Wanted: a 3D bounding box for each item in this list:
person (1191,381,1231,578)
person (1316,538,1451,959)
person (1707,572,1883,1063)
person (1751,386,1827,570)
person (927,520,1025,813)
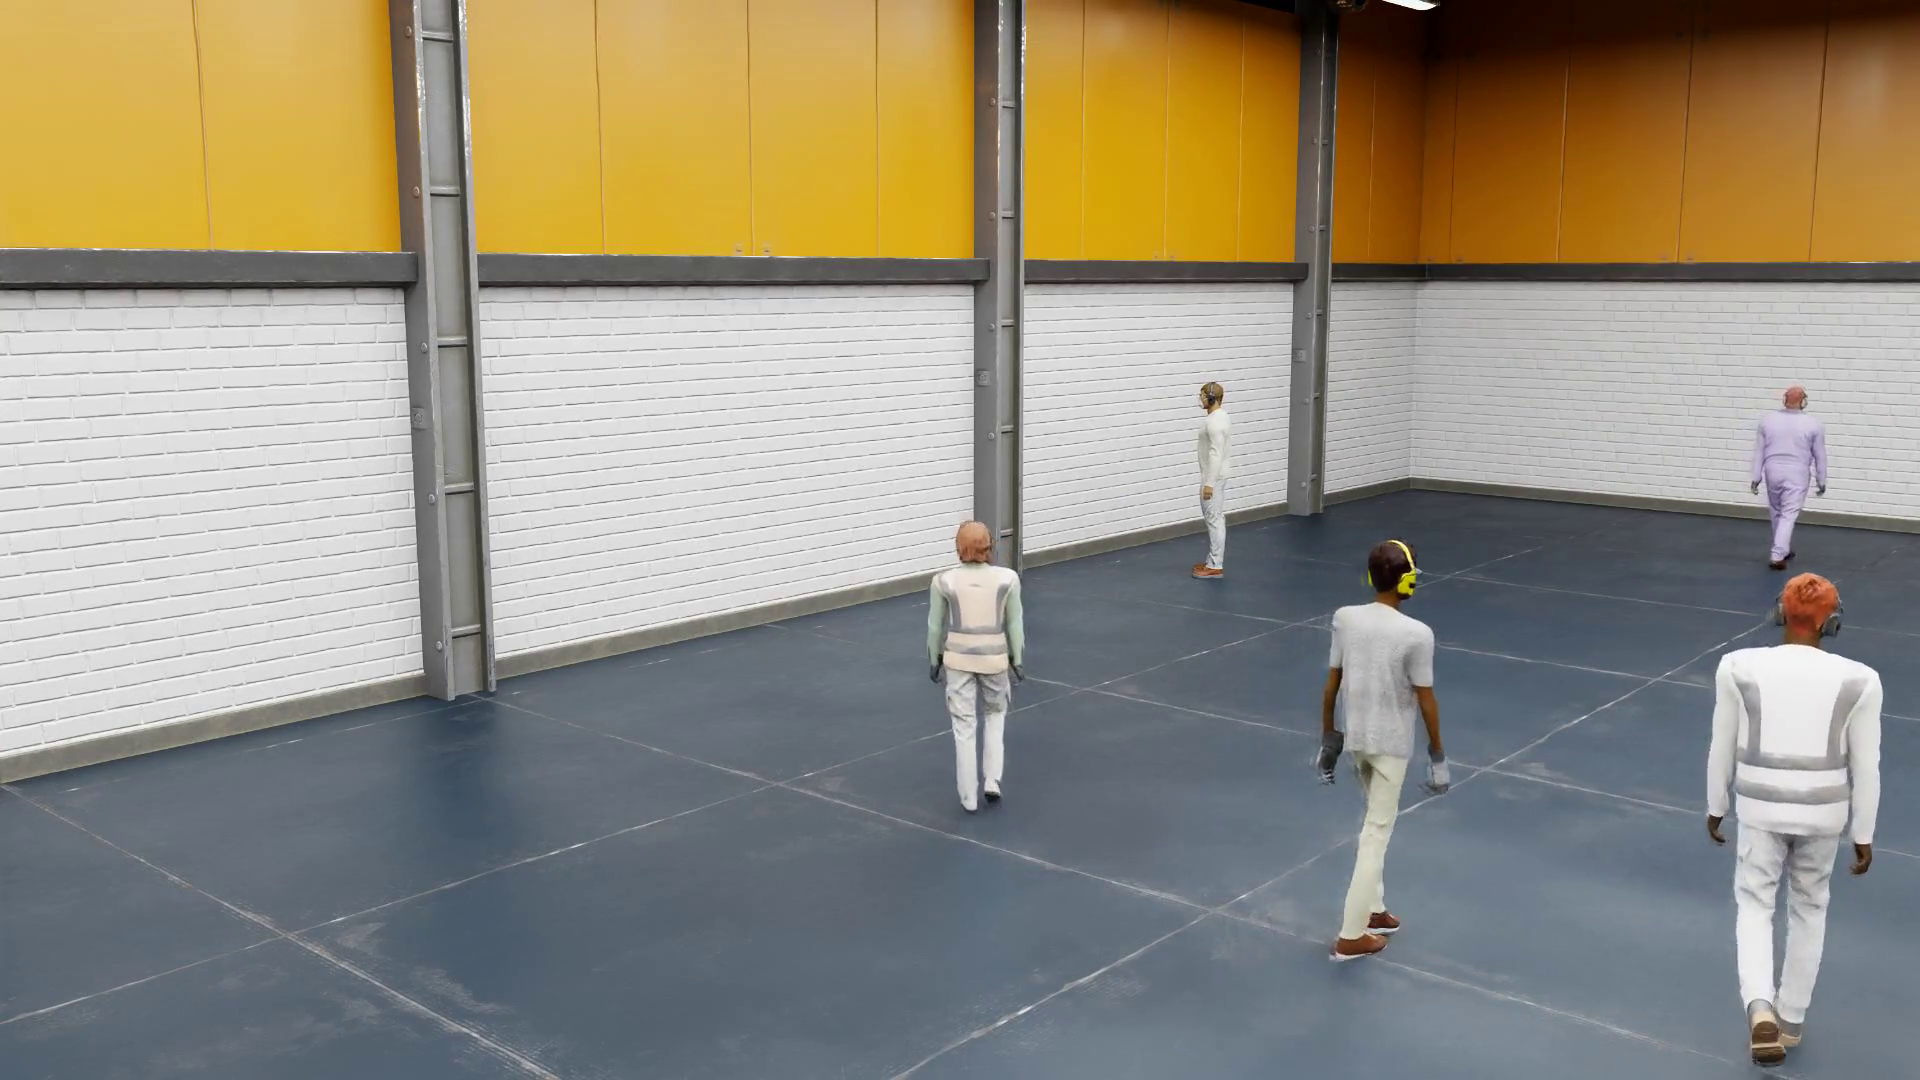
[{"bbox_3d":[2.482,-0.594,16.407,0.362,1.939,0.635,2,9,11],"label":"person"},{"bbox_3d":[1.895,0.904,7.270,0.652,1.844,0.536,-7,11,-36],"label":"person"},{"bbox_3d":[3.123,1.062,6.256,0.591,1.863,0.696,4,10,24],"label":"person"},{"bbox_3d":[8.474,-0.642,16.990,1.012,1.856,0.667,-8,12,-43],"label":"person"},{"bbox_3d":[0.084,0.694,9.278,0.547,1.622,0.444,-1,9,-3],"label":"person"}]
